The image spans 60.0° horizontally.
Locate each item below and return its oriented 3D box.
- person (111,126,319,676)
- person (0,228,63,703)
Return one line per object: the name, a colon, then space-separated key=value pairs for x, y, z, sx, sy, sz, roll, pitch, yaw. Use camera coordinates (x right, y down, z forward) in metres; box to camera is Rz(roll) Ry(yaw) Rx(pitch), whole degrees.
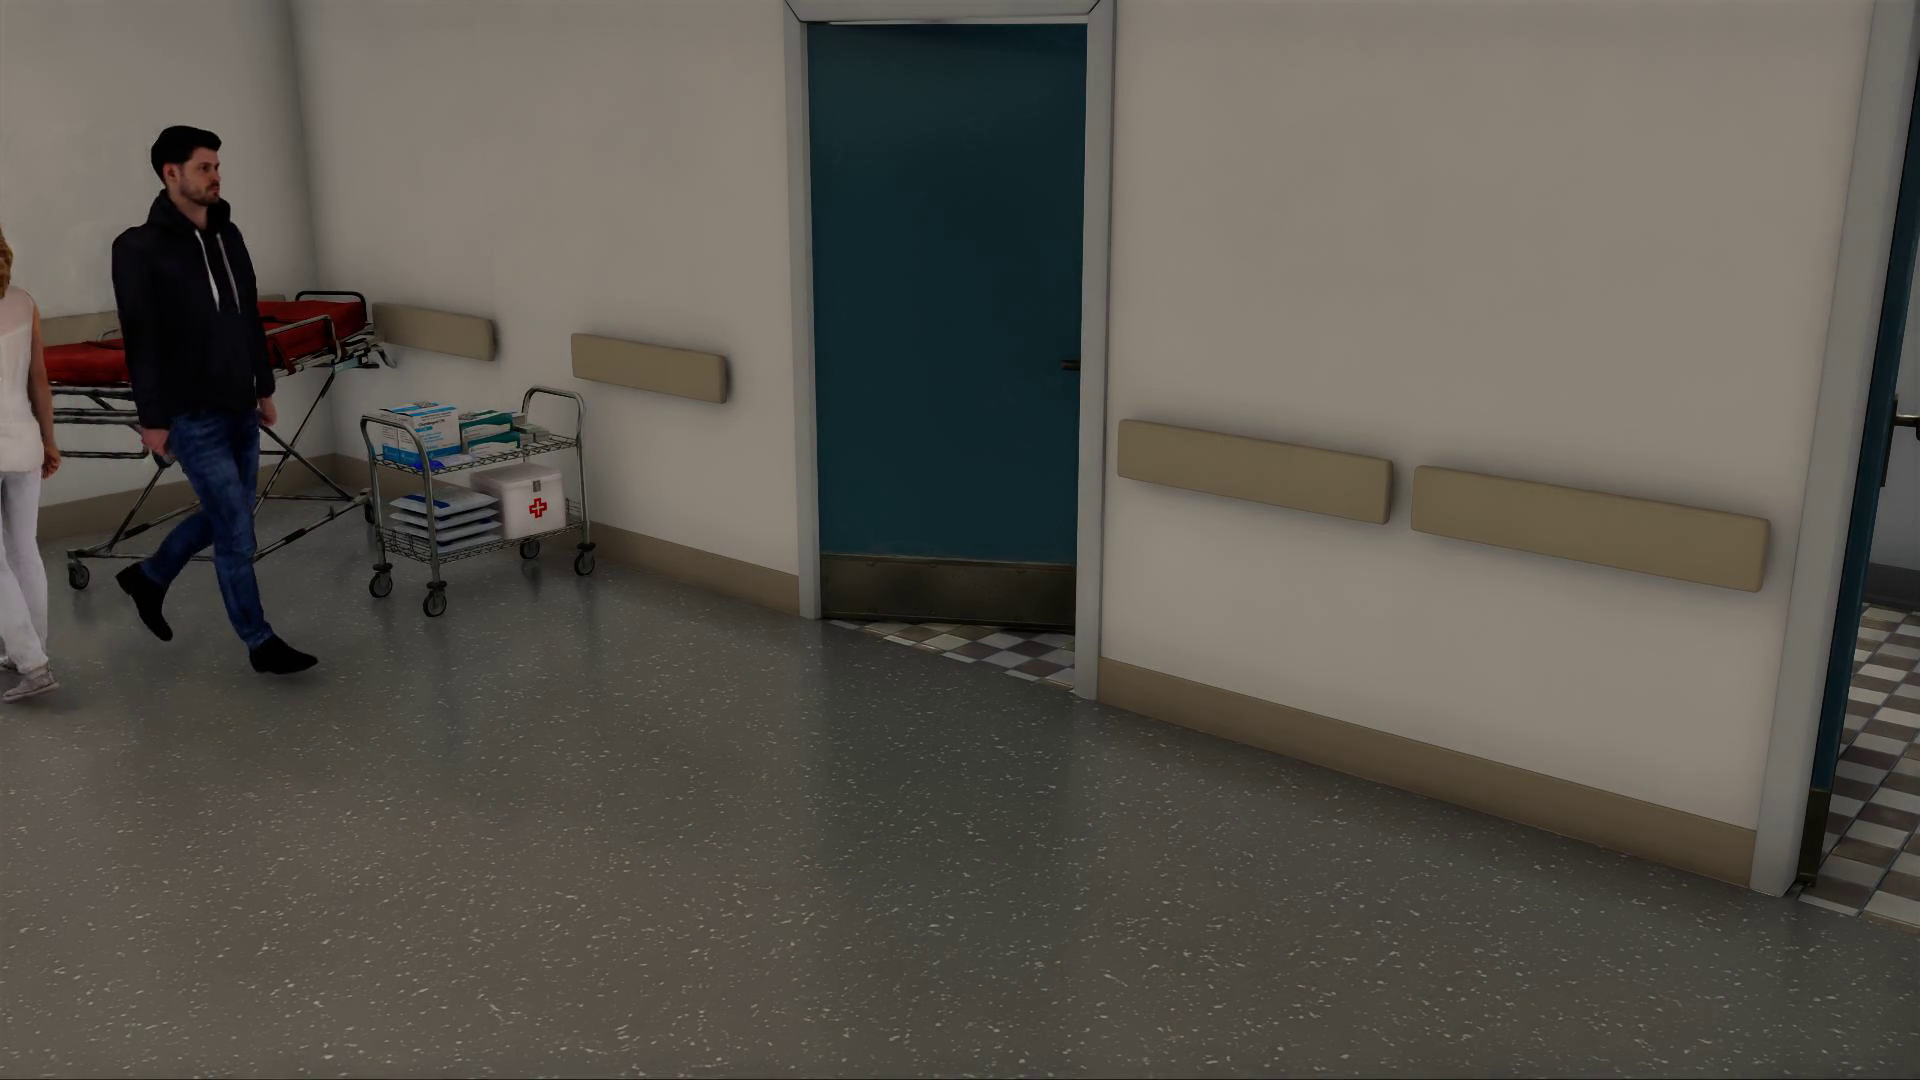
person: x=-2.654 y=-0.448 z=5.710 sx=1.217 sy=1.864 sz=0.935 roll=6 pitch=17 yaw=20
person: x=-3.200 y=-0.263 z=5.515 sx=0.862 sy=1.614 sz=0.764 roll=8 pitch=18 yaw=27
